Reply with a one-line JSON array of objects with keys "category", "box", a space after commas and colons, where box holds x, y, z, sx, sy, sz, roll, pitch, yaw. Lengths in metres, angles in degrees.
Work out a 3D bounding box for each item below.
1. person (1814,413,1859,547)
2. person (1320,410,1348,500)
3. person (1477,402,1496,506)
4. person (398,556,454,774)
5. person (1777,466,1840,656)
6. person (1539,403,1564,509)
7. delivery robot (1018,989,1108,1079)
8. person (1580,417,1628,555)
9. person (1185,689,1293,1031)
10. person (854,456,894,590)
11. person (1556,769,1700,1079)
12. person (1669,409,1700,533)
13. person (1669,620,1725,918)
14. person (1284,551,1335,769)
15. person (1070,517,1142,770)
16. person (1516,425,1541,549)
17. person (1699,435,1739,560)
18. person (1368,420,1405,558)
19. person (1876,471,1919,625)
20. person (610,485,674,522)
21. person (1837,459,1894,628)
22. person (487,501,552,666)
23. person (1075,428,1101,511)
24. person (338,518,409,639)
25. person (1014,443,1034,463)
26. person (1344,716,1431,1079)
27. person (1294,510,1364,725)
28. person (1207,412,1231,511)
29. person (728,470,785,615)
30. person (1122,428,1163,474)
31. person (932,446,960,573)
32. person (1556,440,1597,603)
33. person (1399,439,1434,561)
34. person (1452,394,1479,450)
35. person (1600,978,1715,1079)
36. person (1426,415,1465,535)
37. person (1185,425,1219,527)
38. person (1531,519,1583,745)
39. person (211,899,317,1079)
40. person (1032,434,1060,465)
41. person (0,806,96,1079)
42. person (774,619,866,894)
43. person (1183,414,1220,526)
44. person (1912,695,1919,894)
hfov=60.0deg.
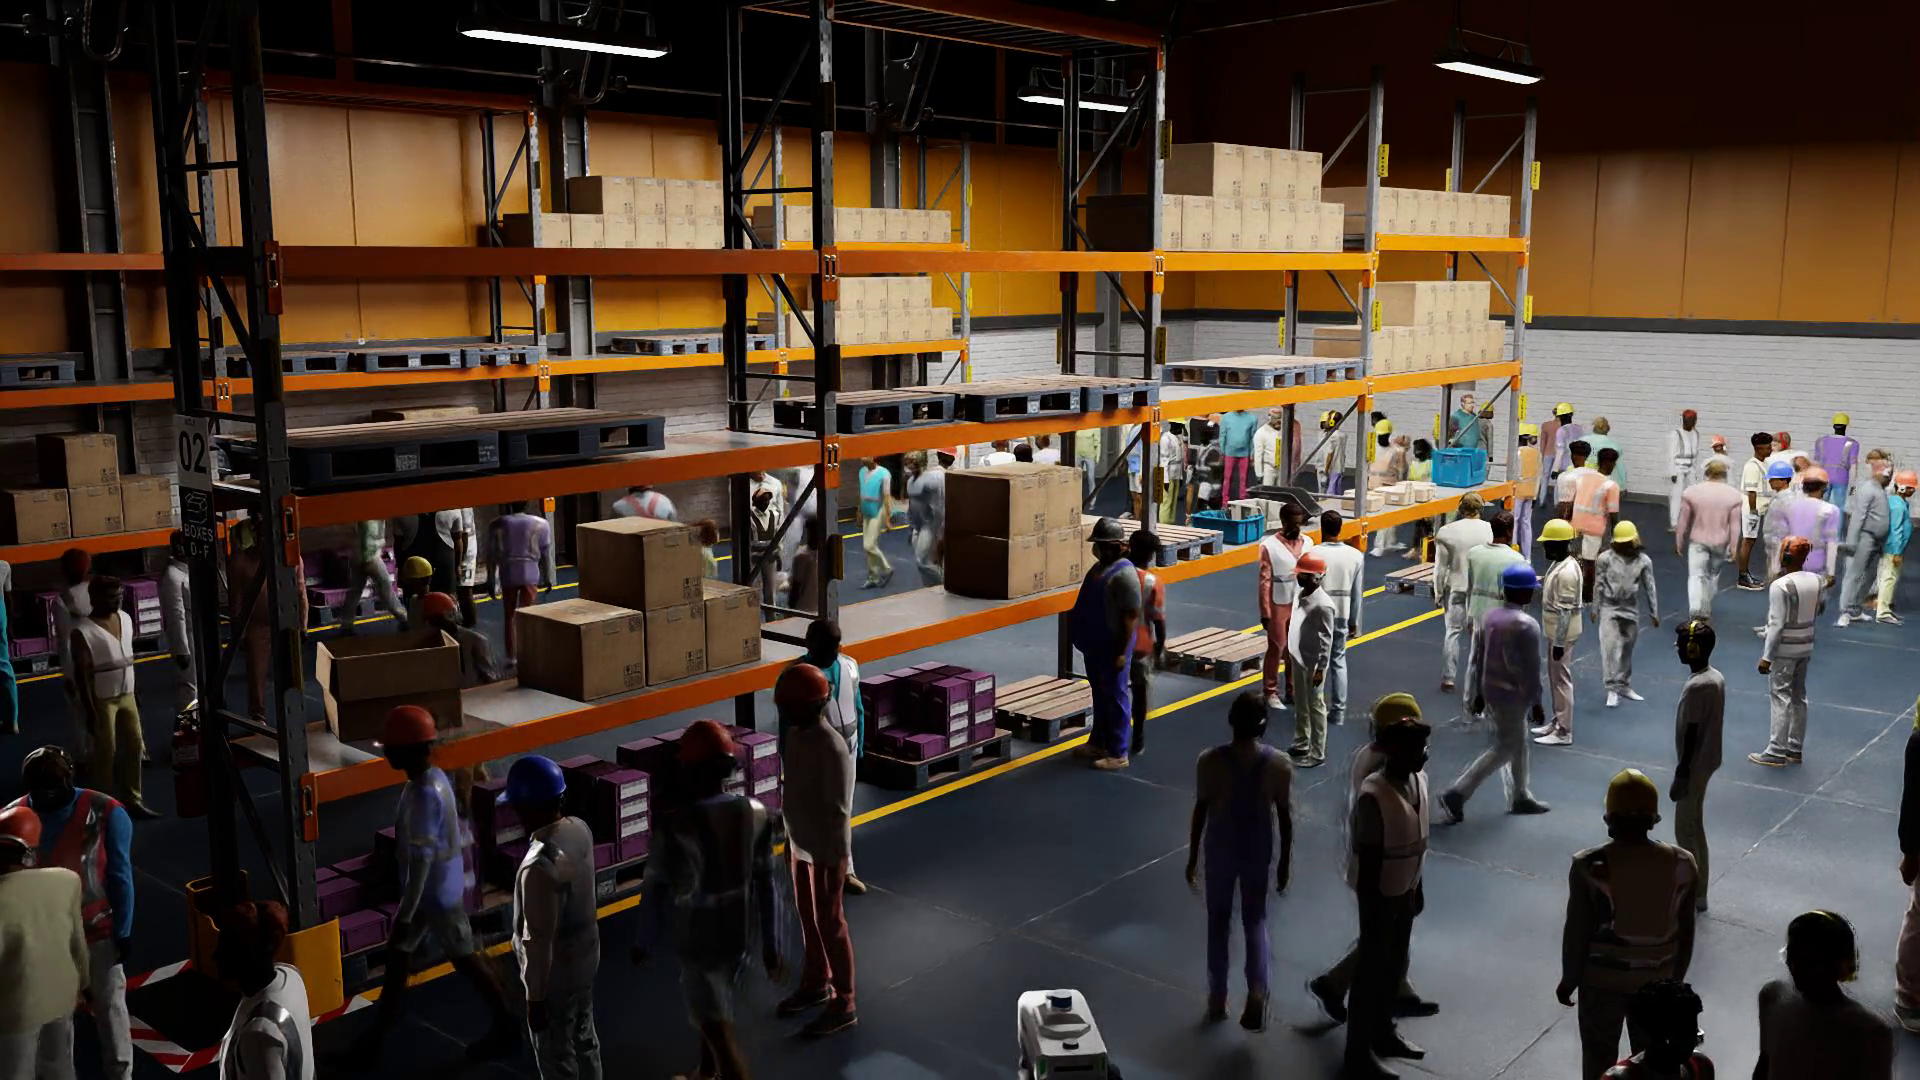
[{"category": "person", "box": [12.516, -0.860, 23.795, 0.402, 1.918, 0.588, -9, 13, -44]}, {"category": "person", "box": [5.538, -0.991, 24.697, 0.328, 1.877, 0.512, 9, 13, 43]}, {"category": "person", "box": [8.759, -1.426, 27.782, 0.304, 1.710, 0.494, -3, 10, -16]}, {"category": "person", "box": [-4.243, 0.994, 13.213, 0.349, 1.759, 0.520, -8, 13, -41]}, {"category": "person", "box": [8.536, 0.257, 16.850, 0.720, 2.005, 0.629, -6, 11, -30]}, {"category": "person", "box": [9.825, -1.386, 27.418, 0.534, 1.757, 0.337, 7, 12, 37]}, {"category": "delivery robot", "box": [0.487, 2.413, 8.028, 0.477, 0.478, 0.707, -1, 10, -6]}, {"category": "person", "box": [8.960, -0.760, 23.214, 0.772, 1.898, 0.777, -9, 13, -42]}, {"category": "person", "box": [1.477, 1.703, 8.775, 0.554, 1.821, 0.641, 0, 10, 2]}, {"category": "person", "box": [-1.078, -0.279, 20.581, 0.452, 1.826, 0.595, -7, 12, -34]}, {"category": "person", "box": [2.962, 1.919, 7.440, 0.587, 1.835, 0.403, 0, 10, -2]}, {"category": "person", "box": [10.869, -1.031, 24.952, 0.594, 1.874, 0.407, -4, 10, -23]}, {"category": "person", "box": [4.554, 1.422, 10.364, 0.336, 1.856, 0.530, 7, 12, 36]}, {"category": "person", "box": [2.798, 0.956, 13.422, 0.322, 1.755, 0.563, -3, 10, -16]}, {"category": "person", "box": [1.150, 0.819, 13.398, 0.538, 2.000, 0.683, -3, 10, -19]}, {"category": "person", "box": [8.049, -0.761, 23.662, 0.332, 1.763, 0.527, -4, 10, -21]}, {"category": "person", "box": [10.335, -0.561, 22.646, 0.454, 1.695, 0.625, -6, 11, -30]}, {"category": "person", "box": [5.766, -0.698, 22.922, 0.607, 1.884, 0.925, 8, 12, 38]}, {"category": "person", "box": [10.543, 0.080, 18.706, 0.355, 1.740, 0.574, 5, 11, 26]}, {"category": "person", "box": [-3.305, 0.169, 17.278, 0.694, 2.000, 0.680, -6, 11, -32]}, {"category": "person", "box": [10.121, 0.042, 18.561, 0.399, 1.873, 0.787, 9, 13, 44]}, {"category": "person", "box": [-4.361, 0.366, 16.537, 0.605, 1.888, 0.844, -1, 10, -7]}, {"category": "person", "box": [2.037, -1.348, 27.181, 0.528, 1.761, 0.340, 3, 10, 19]}, {"category": "person", "box": [-6.238, 0.146, 17.870, 0.958, 1.873, 0.585, -5, 11, -28]}, {"category": "person", "box": [0.688, -0.204, 19.868, 0.373, 1.917, 0.594, 0, 10, -1]}, {"category": "person", "box": [2.142, 1.767, 8.362, 0.382, 1.836, 0.561, 8, 12, 40]}, {"category": "person", "box": [3.236, 0.690, 14.585, 0.598, 1.906, 0.404, -2, 10, -13]}, {"category": "person", "box": [4.238, -1.424, 27.168, 0.387, 1.919, 0.579, -6, 11, -32]}, {"category": "person", "box": [-2.321, -0.057, 19.065, 0.644, 1.898, 0.397, -3, 10, -19]}, {"category": "person", "box": [2.887, -1.206, 26.246, 0.608, 1.791, 0.956, 0, 10, 0]}, {"category": "person", "box": [-0.185, -0.264, 20.203, 0.375, 1.927, 0.543, 0, 10, -1]}, {"category": "person", "box": [7.328, -0.210, 19.765, 0.613, 1.962, 0.364, -3, 10, -15]}, {"category": "person", "box": [6.215, -0.539, 22.620, 0.784, 1.663, 0.532, -3, 10, -16]}, {"category": "person", "box": [8.276, -1.432, 27.233, 0.652, 1.906, 0.409, -7, 12, -35]}, {"category": "person", "box": [2.343, 2.287, 5.653, 0.540, 1.695, 0.317, -5, 11, -27]}, {"category": "person", "box": [6.659, -0.748, 22.753, 0.964, 2.000, 0.688, -5, 11, -29]}, {"category": "person", "box": [3.573, -0.873, 24.632, 0.796, 1.653, 0.549, -2, 10, -11]}, {"category": "person", "box": [5.037, 0.772, 14.046, 0.397, 1.918, 0.588, 2, 10, 14]}, {"category": "person", "box": [-2.428, 2.163, 5.840, 0.355, 1.884, 0.574, -3, 10, -17]}, {"category": "person", "box": [1.200, -0.573, 22.438, 0.509, 1.786, 0.821, -5, 11, -28]}, {"category": "person", "box": [-4.043, 2.011, 7.214, 0.369, 1.723, 0.656, 4, 10, 23]}, {"category": "person", "box": [-0.869, 1.395, 10.603, 0.633, 1.832, 0.429, -8, 12, -40]}, {"category": "person", "box": [3.698, -1.192, 25.444, 0.613, 2.031, 0.402, 6, 11, 33]}, {"category": "person", "box": [5.871, 1.489, 9.741, 0.377, 1.922, 0.594, -4, 10, -23]}]
